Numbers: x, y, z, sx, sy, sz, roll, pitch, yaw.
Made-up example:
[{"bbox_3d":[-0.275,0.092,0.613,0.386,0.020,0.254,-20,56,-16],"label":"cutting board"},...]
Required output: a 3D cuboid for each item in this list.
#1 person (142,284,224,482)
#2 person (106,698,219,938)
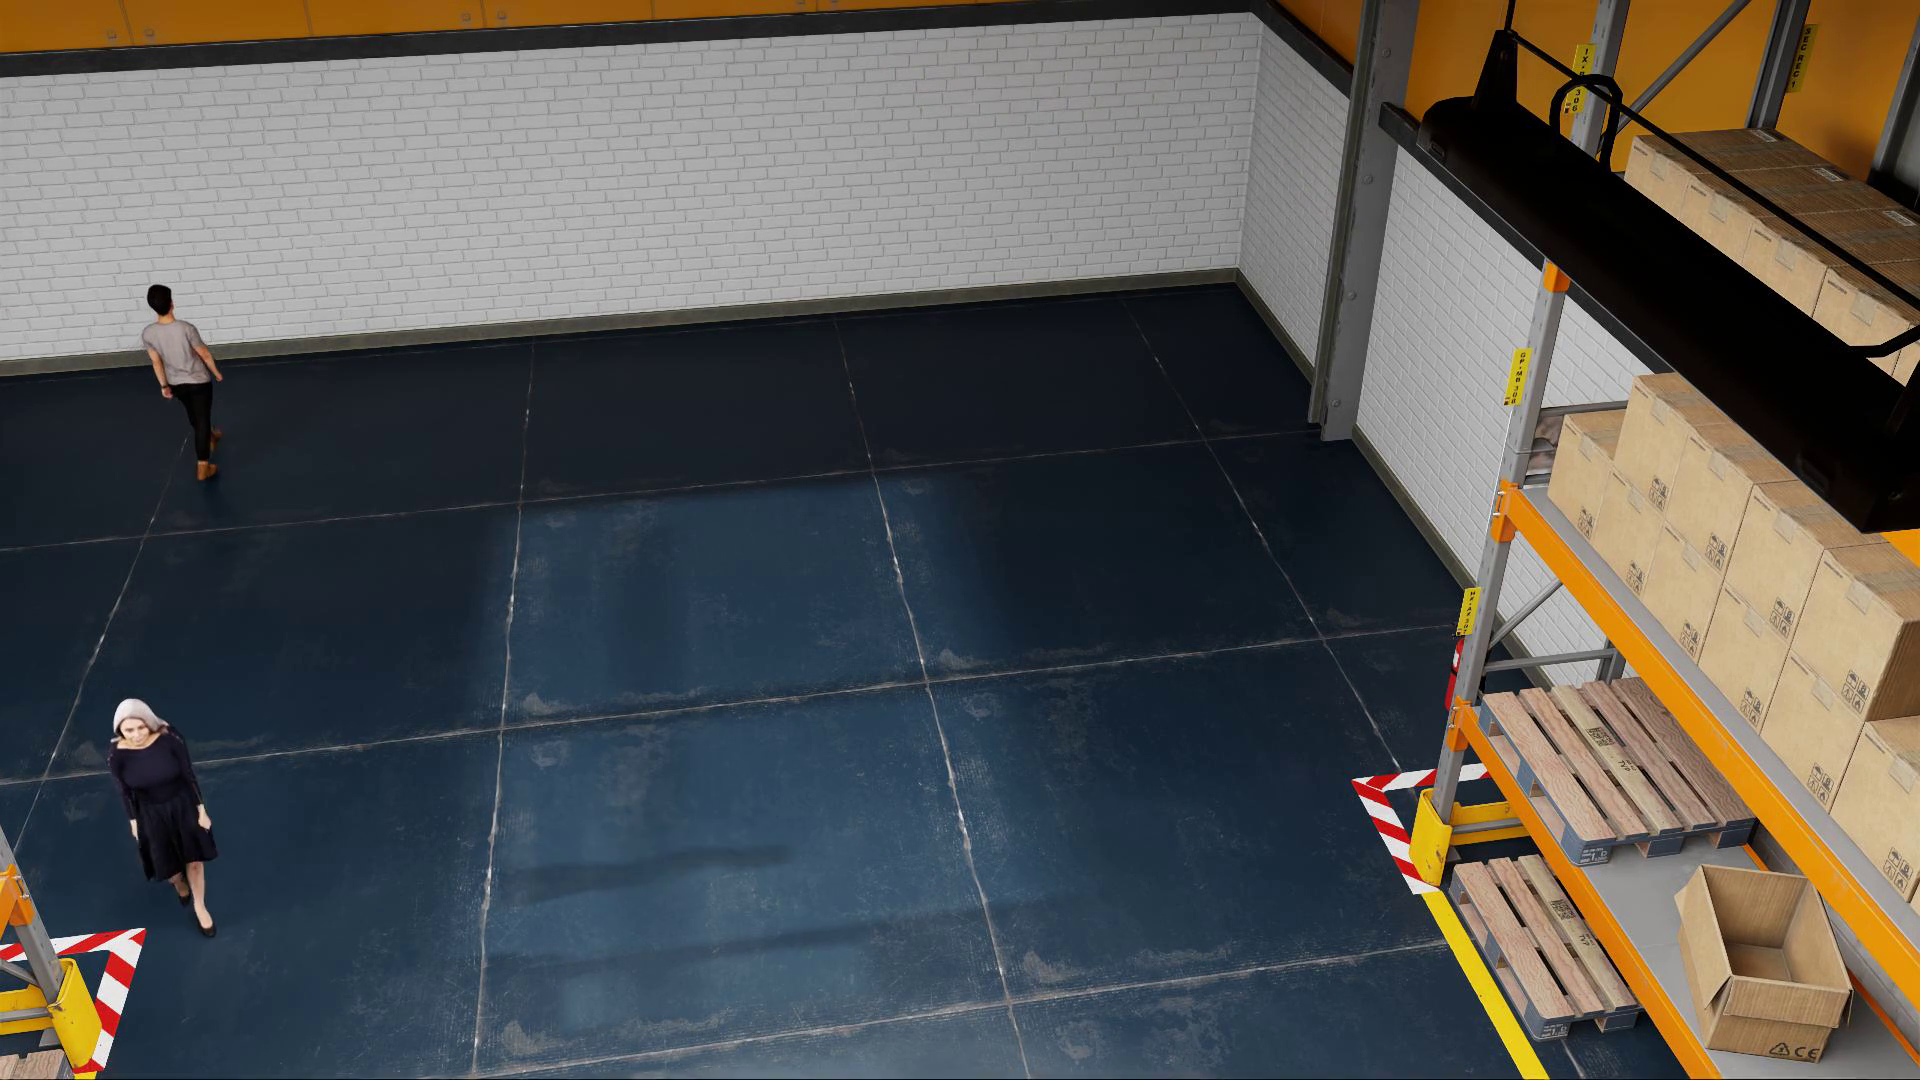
[{"bbox_3d":[-6.505,-1.299,13.988,0.759,1.684,1.104,1,34,1],"label":"person"},{"bbox_3d":[-4.585,1.566,9.630,0.736,1.737,0.864,-20,38,-27],"label":"person"}]
